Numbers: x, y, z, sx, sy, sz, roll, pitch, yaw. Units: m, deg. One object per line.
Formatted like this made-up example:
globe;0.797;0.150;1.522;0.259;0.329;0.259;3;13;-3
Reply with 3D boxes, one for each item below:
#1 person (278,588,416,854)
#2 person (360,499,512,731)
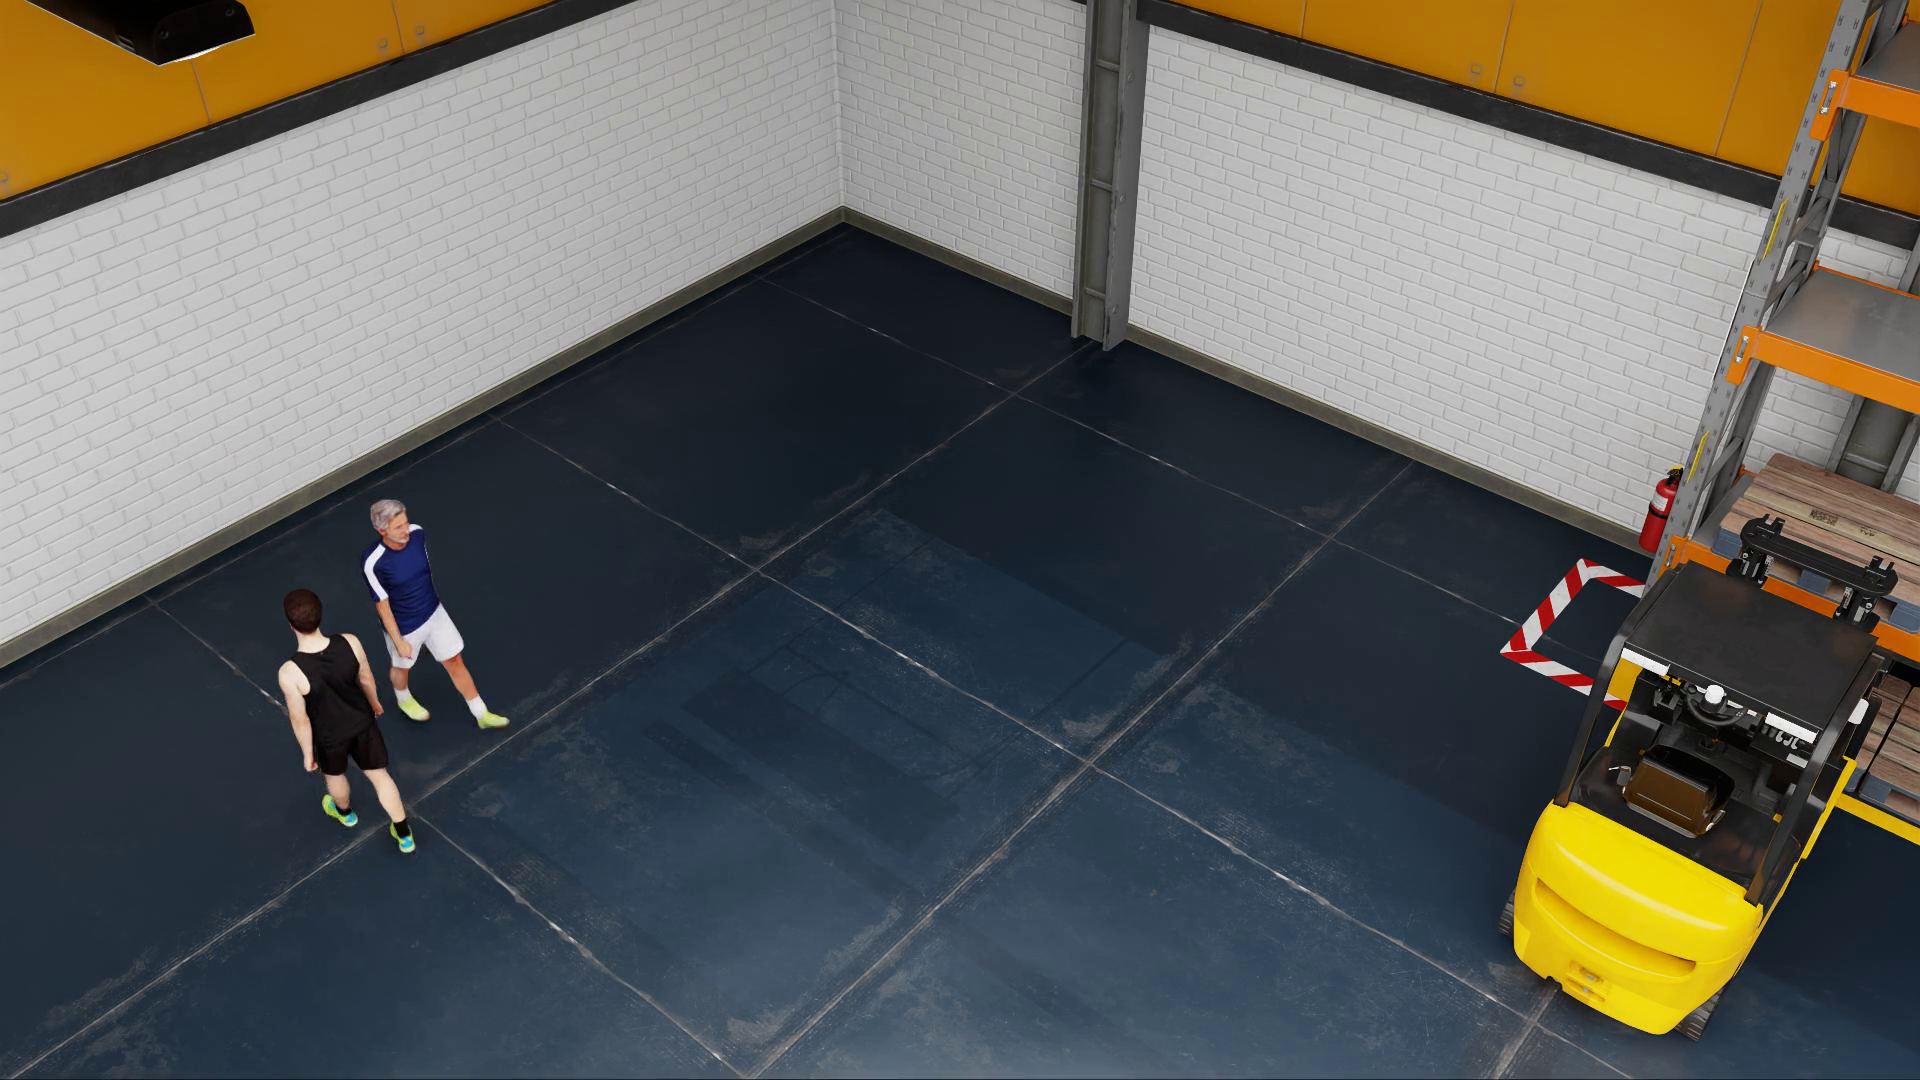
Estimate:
person;-3.479;1.083;9.470;1.011;1.868;0.754;32;48;33
person;-3.471;0.452;10.318;1.134;1.795;0.759;21;43;24
